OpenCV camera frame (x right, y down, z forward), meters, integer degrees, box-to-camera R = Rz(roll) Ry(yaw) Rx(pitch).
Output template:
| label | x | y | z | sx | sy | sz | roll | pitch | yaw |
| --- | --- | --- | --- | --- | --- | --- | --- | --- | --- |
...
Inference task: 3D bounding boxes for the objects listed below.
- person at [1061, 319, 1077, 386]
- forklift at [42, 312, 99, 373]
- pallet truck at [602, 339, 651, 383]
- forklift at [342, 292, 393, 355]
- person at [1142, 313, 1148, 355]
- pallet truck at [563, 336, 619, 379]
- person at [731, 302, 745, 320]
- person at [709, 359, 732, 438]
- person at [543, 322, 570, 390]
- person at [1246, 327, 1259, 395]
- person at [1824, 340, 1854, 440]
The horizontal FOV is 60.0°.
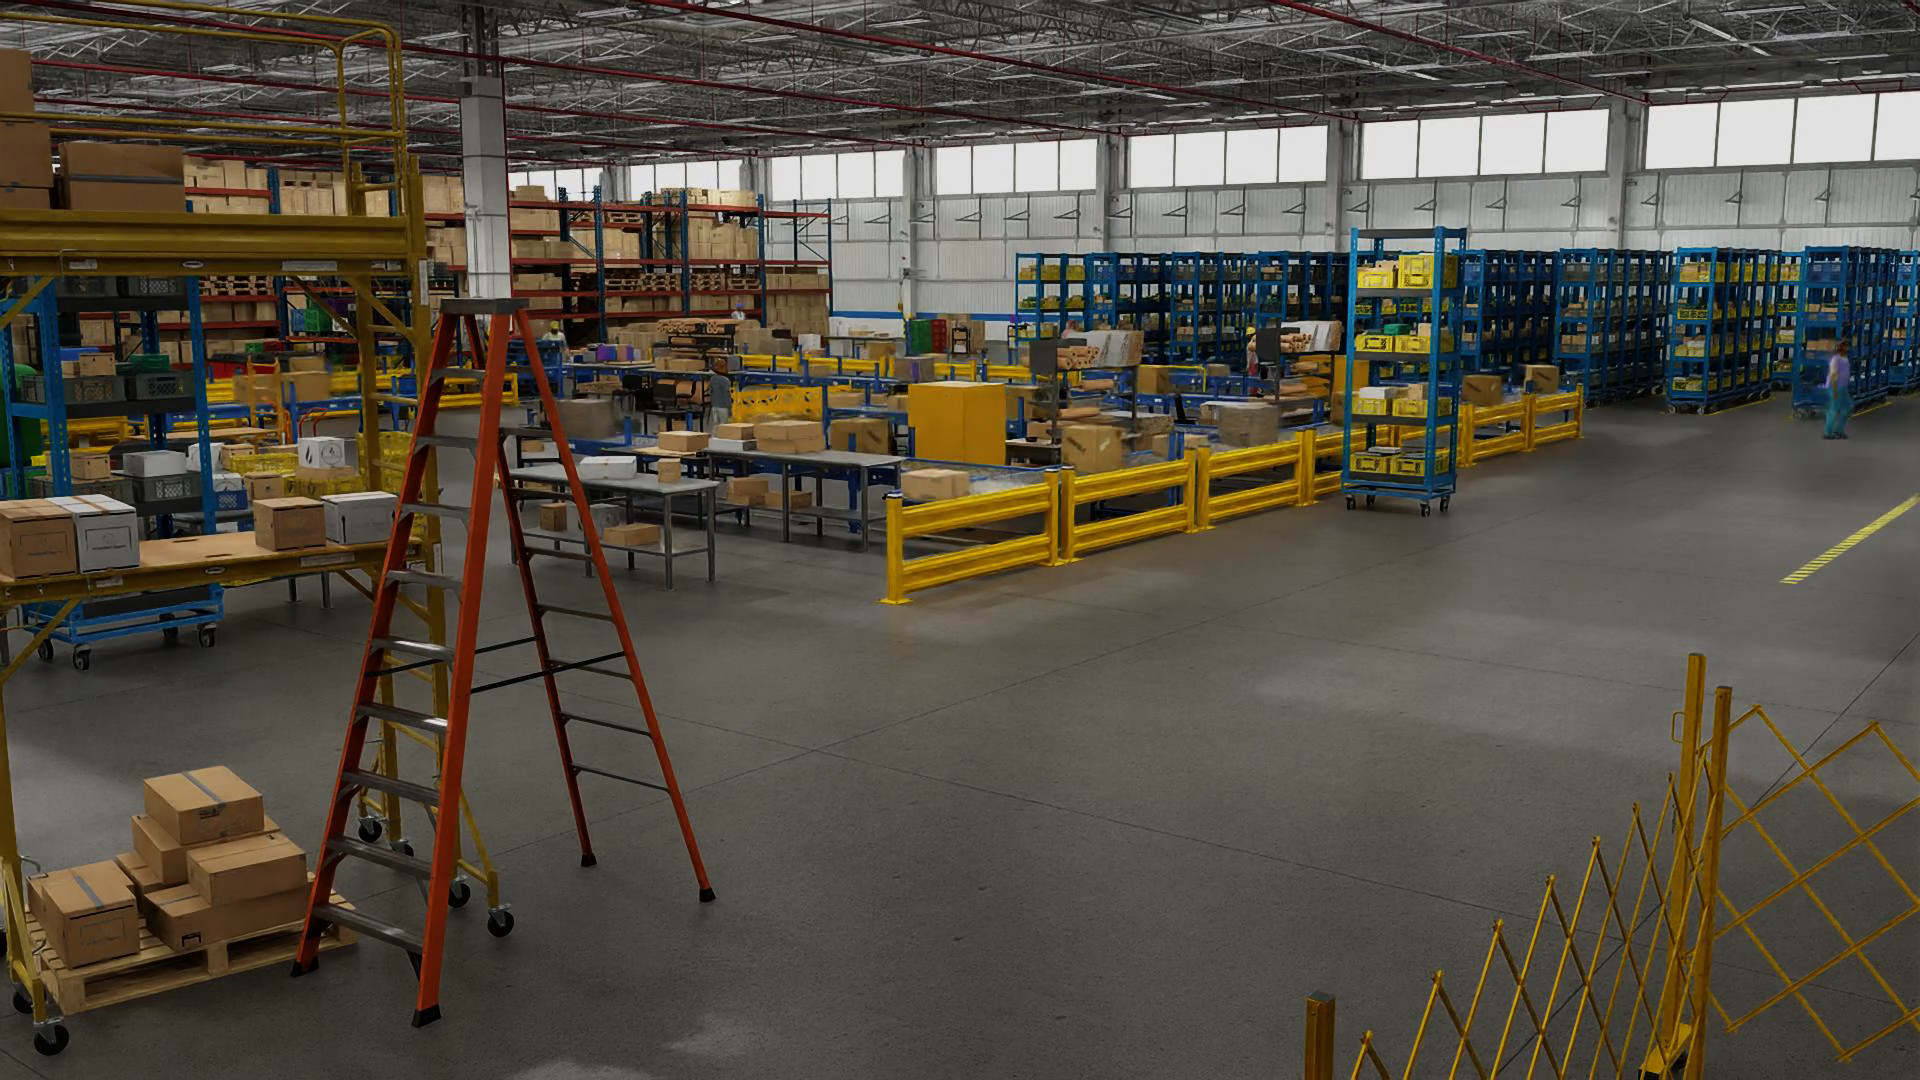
| label | x | y | z | sx | sy | sz | roll | pitch | yaw |
| --- | --- | --- | --- | --- | --- | --- | --- | --- | --- |
| person | 2.817 | -4.631 | 41.972 | 0.402 | 1.904 | 0.652 | -5 | 10 | -28 |
| forklift | -23.779 | -5.451 | 44.052 | 1.873 | 2.768 | 1.129 | 7 | 11 | 36 |
| pallet truck | -8.991 | -4.871 | 45.351 | 0.653 | 1.274 | 1.630 | 7 | 11 | 37 |
| forklift | -16.485 | -5.622 | 45.120 | 1.129 | 2.768 | 1.873 | 7 | 11 | 37 |
| person | 5.775 | -6.502 | 53.266 | 0.431 | 2.035 | 0.646 | 7 | 11 | 36 |
| pallet truck | -10.690 | -5.294 | 48.215 | 1.601 | 1.201 | 0.680 | -5 | 10 | -26 |
| person | -8.350 | -7.985 | 62.767 | 0.404 | 1.945 | 0.615 | 9 | 13 | 44 |
| person | -3.920 | -2.154 | 27.351 | 0.274 | 1.632 | 0.507 | -9 | 13 | -43 |
| person | -10.600 | -4.839 | 43.670 | 0.606 | 1.781 | 0.948 | -7 | 11 | -36 |
| person | 6.936 | -4.174 | 39.557 | 0.312 | 1.768 | 0.524 | 4 | 10 | 25 |
| person | 16.107 | -2.733 | 30.359 | 0.607 | 1.822 | 0.564 | -7 | 12 | -39 |
